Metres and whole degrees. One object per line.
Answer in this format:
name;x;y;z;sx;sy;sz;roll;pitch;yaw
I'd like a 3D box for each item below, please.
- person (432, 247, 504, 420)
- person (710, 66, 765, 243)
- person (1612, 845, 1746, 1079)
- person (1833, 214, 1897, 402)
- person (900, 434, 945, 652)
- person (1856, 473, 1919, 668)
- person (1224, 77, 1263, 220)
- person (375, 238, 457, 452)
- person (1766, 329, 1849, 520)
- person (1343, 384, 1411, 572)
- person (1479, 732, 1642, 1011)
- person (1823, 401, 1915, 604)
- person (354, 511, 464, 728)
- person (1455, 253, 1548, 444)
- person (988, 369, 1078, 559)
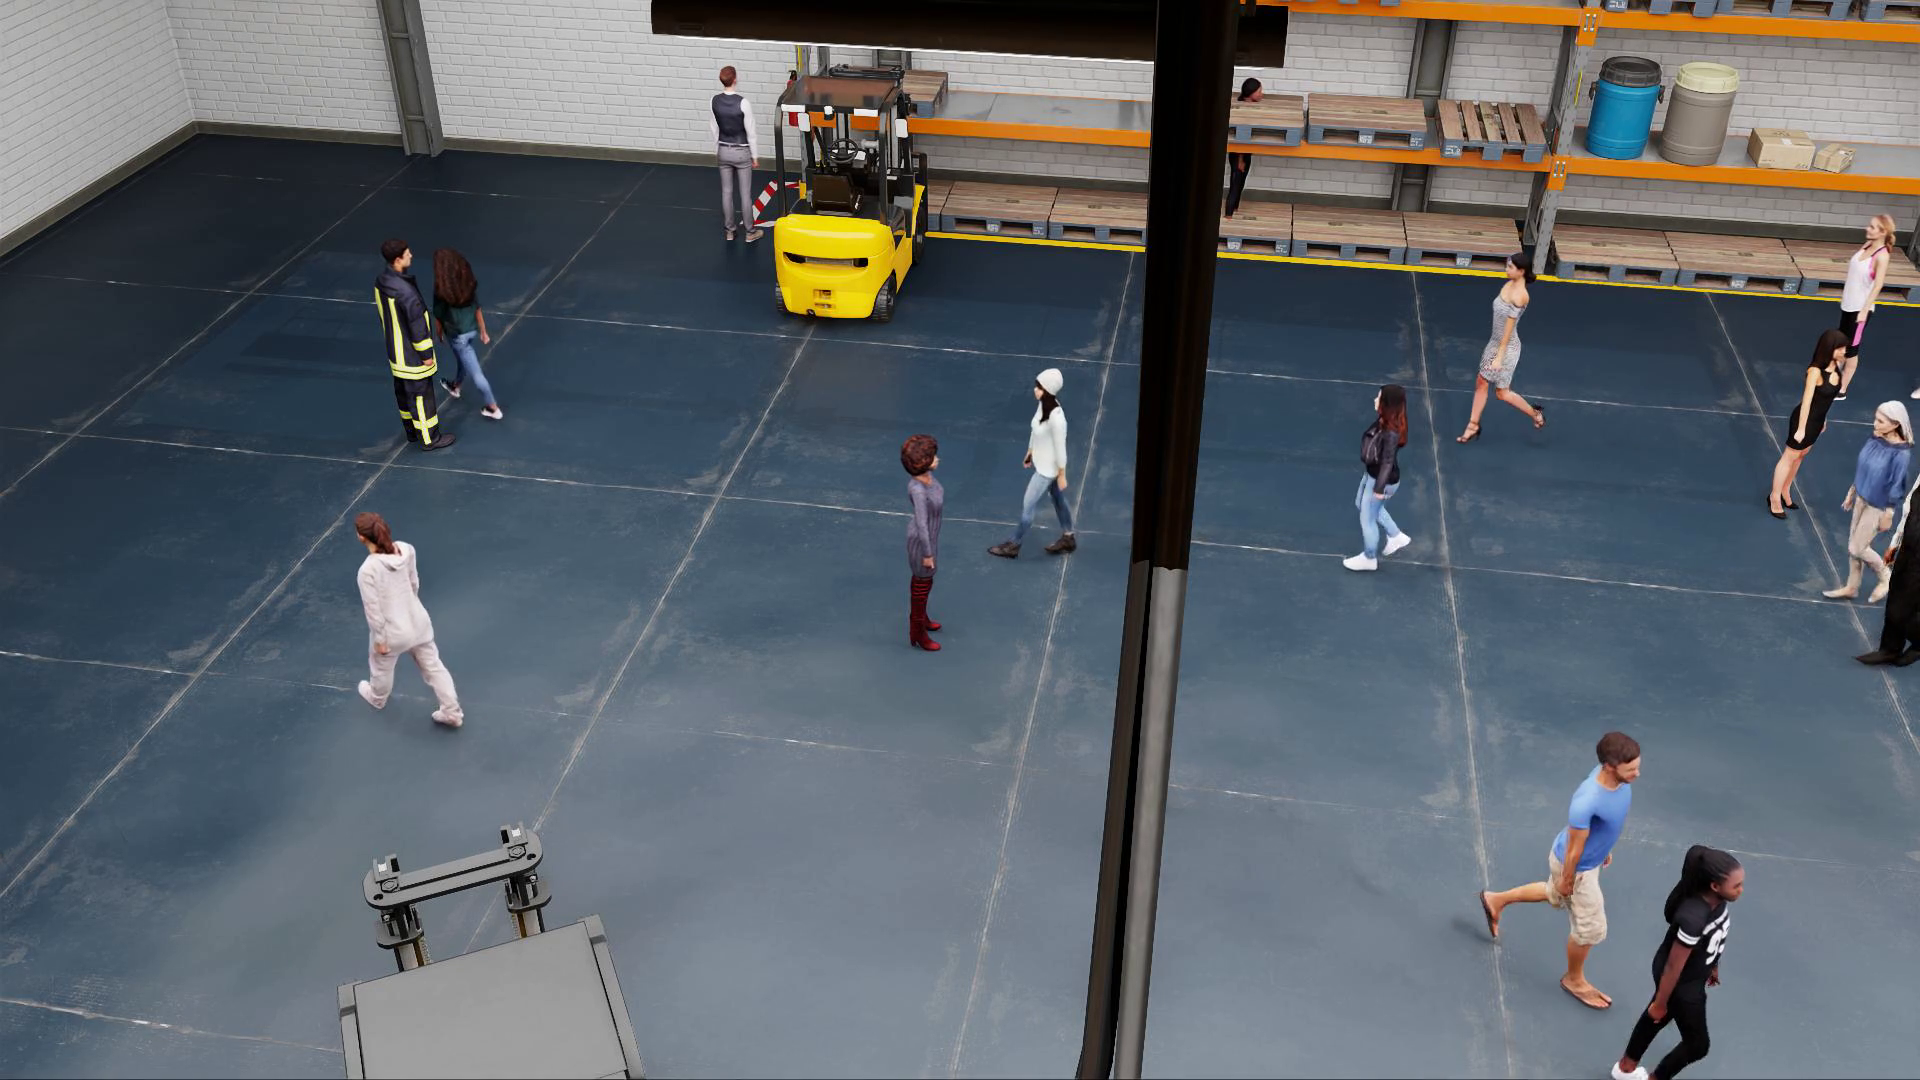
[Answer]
person;-4.362;-1.785;14.757;1.128;1.573;0.863;20;39;27
person;-2.447;-4.197;18.055;0.534;1.939;0.745;10;35;14
person;3.636;2.232;8.582;0.800;1.719;0.763;22;40;30
person;8.133;-2.103;15.042;0.530;1.787;0.614;3;34;4
person;-0.268;0.011;11.931;0.557;1.710;0.607;1;34;1
person;6.802;0.124;11.591;0.874;1.898;0.844;-1;34;-1
person;3.068;-4.204;18.232;0.564;1.754;0.591;12;35;17
person;-4.745;-1.690;14.295;0.958;1.926;0.861;-27;42;-34
person;6.841;-0.955;13.438;0.617;1.650;0.662;-24;41;-32
person;3.294;-0.462;12.725;0.717;1.619;0.669;8;34;12
person;3.366;1.732;9.228;1.222;1.835;1.004;24;41;32
person;6.881;-0.262;12.367;0.781;1.682;0.717;-2;34;-4
person;-3.675;0.597;11.113;1.162;1.640;0.922;20;39;27
person;4.743;-1.592;14.262;1.044;1.799;0.755;-1;34;-2
person;0.753;-0.584;12.911;1.034;1.617;0.789;-5;34;-7
